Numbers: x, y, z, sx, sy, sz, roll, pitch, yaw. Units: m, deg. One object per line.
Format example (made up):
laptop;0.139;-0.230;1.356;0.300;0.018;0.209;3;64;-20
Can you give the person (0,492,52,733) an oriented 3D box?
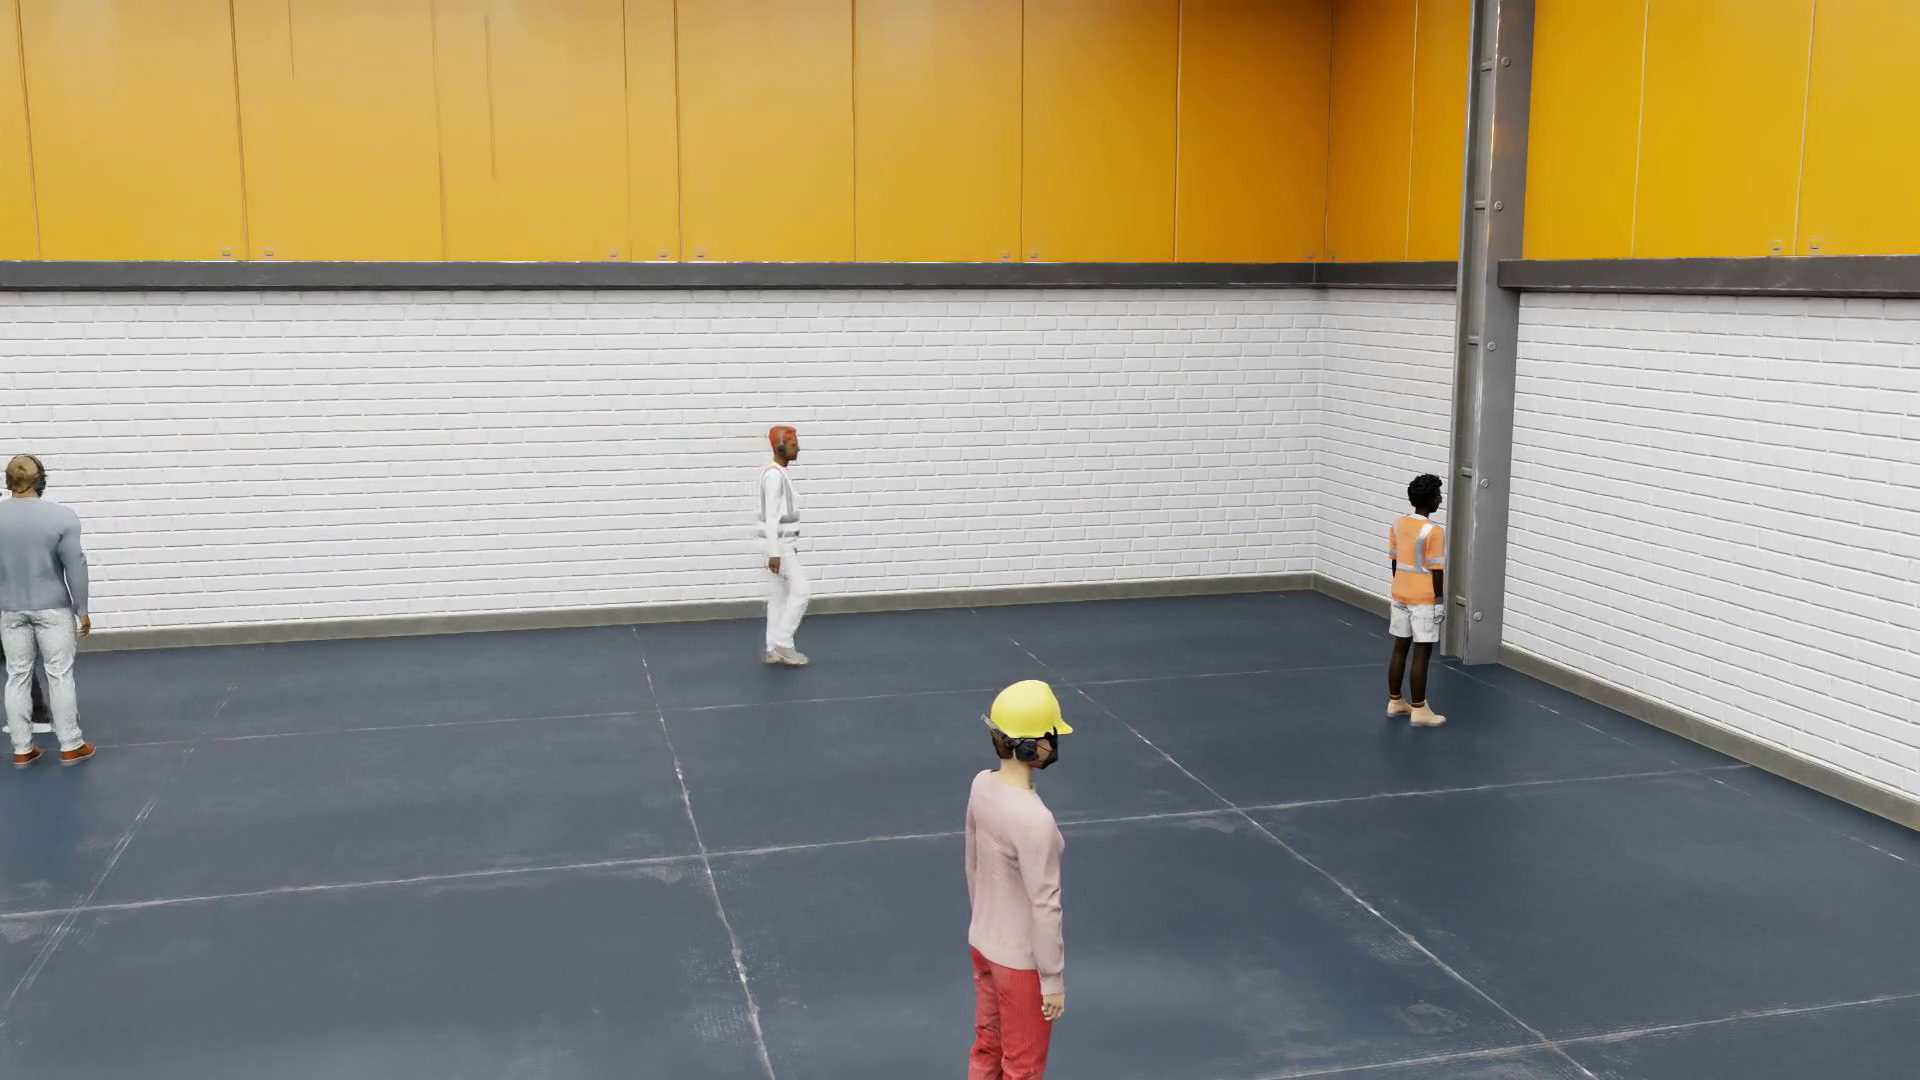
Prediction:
person;-6.456;0.356;10.923;0.918;1.874;0.592;0;9;-2

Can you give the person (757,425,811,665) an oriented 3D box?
person;-1.307;0.050;12.835;0.500;1.869;0.611;0;9;-2

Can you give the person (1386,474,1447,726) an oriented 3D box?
person;3.092;0.398;11.208;0.316;1.695;0.541;-3;10;-19

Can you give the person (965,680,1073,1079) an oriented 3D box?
person;0.197;1.310;5.300;0.313;1.767;0.534;-4;10;-23

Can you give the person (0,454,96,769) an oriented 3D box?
person;-5.675;0.438;10.209;0.635;1.936;0.353;-1;9;-9
